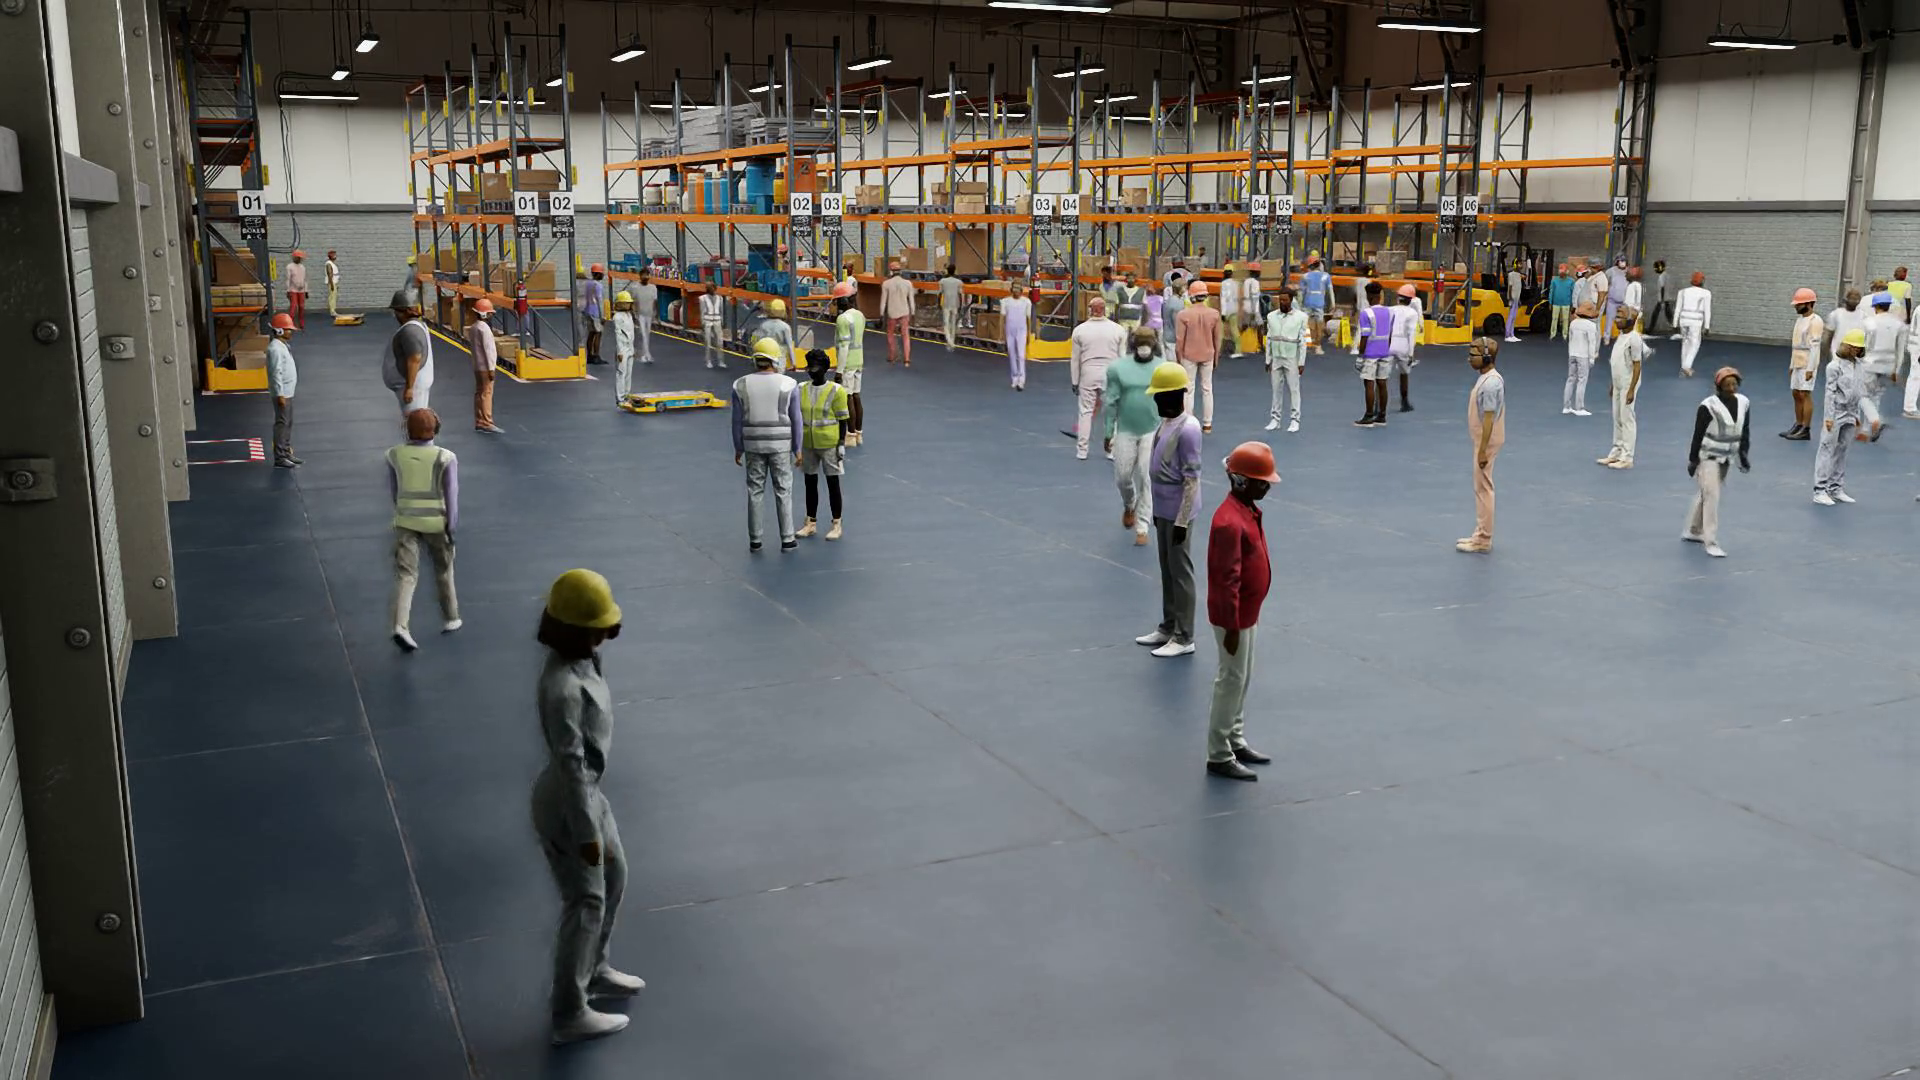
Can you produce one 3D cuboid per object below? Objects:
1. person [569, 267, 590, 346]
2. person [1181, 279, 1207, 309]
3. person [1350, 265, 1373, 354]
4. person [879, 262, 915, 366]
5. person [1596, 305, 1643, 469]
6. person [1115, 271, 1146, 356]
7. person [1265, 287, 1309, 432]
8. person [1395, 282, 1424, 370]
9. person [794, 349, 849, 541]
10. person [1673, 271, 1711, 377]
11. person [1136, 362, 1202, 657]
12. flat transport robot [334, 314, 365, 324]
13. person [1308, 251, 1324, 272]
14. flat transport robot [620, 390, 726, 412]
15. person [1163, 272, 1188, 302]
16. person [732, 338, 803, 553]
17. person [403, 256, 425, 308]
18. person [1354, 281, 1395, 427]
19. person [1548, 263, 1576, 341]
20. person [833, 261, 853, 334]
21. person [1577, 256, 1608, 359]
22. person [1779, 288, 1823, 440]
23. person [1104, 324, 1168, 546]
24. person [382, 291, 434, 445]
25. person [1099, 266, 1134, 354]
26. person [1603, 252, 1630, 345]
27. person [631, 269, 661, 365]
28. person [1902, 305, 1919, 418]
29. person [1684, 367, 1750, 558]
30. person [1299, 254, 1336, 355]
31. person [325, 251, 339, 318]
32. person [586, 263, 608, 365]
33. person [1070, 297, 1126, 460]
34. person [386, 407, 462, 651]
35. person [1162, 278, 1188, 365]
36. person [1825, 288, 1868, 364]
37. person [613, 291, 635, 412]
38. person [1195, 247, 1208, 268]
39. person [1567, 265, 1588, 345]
[{"bbox_3d":[-8.234,-5.071,36.098,0.493,1.726,0.374,-9,14,-38],"label":"person"},{"bbox_3d":[4.280,-3.943,30.501,0.543,1.668,0.405,-5,12,-26],"label":"person"},{"bbox_3d":[8.379,-4.738,34.185,0.968,1.816,0.563,-6,13,-29],"label":"person"},{"bbox_3d":[-1.208,-4.281,31.543,0.734,1.927,0.947,-4,12,-19],"label":"person"},{"bbox_3d":[7.485,-1.719,18.763,0.348,1.847,0.505,0,11,-1],"label":"person"},{"bbox_3d":[3.095,-3.979,30.281,0.562,1.834,0.372,2,11,9],"label":"person"},{"bbox_3d":[4.325,-2.394,22.049,0.585,1.910,0.395,9,14,38],"label":"person"},{"bbox_3d":[8.326,-3.942,30.683,0.861,1.589,0.537,-9,14,-37],"label":"person"},{"bbox_3d":[-1.233,-0.838,14.665,0.539,1.695,0.319,5,12,25],"label":"person"},{"bbox_3d":[12.930,-3.823,29.435,0.718,1.864,0.616,-10,15,-41],"label":"person"},{"bbox_3d":[1.375,-0.199,10.839,0.378,1.924,0.585,-2,11,-9],"label":"person"},{"bbox_3d":[-15.908,-5.762,43.328,0.652,0.197,1.431,-3,12,-15],"label":"flat transport robot"},{"bbox_3d":[9.897,-7.169,46.501,0.404,1.827,0.601,-5,12,-24],"label":"person"},{"bbox_3d":[-4.239,-2.050,24.461,1.431,0.197,0.652,-8,14,-34],"label":"flat transport robot"},{"bbox_3d":[4.319,-4.514,33.347,0.540,1.696,0.315,-2,11,-9],"label":"person"},{"bbox_3d":[-1.627,-0.799,14.128,0.600,1.827,0.404,0,11,1],"label":"person"},{"bbox_3d":[-14.488,-6.675,44.244,0.723,1.725,0.597,-9,14,-38],"label":"person"},{"bbox_3d":[5.582,-2.504,22.470,0.608,1.957,0.391,-7,13,-32],"label":"person"},{"bbox_3d":[13.572,-5.365,37.528,0.573,1.749,0.343,6,12,26],"label":"person"},{"bbox_3d":[-2.792,-5.747,39.472,0.575,1.748,0.337,-9,14,-39],"label":"person"},{"bbox_3d":[12.528,-4.620,33.012,0.535,2.000,0.674,1,11,4],"label":"person"},{"bbox_3d":[10.717,-2.233,21.187,0.392,1.925,0.548,1,11,3],"label":"person"},{"bbox_3d":[1.583,-0.931,14.554,0.649,1.924,0.588,2,11,10],"label":"person"},{"bbox_3d":[-6.093,-1.735,18.350,0.535,2.000,0.693,-2,11,-8],"label":"person"},{"bbox_3d":[3.084,-4.458,32.669,0.630,1.867,0.981,11,16,44],"label":"person"},{"bbox_3d":[14.397,-5.265,36.286,0.684,2.000,0.538,1,11,5],"label":"person"},{"bbox_3d":[-6.000,-4.268,31.797,0.538,1.820,1.006,-5,12,-25],"label":"person"},{"bbox_3d":[13.557,-2.662,23.458,0.337,1.882,0.584,6,12,27],"label":"person"},{"bbox_3d":[6.441,-0.691,14.199,0.560,1.594,0.703,-5,12,-24],"label":"person"},{"bbox_3d":[7.211,-4.752,33.696,0.795,2.042,0.568,3,11,14],"label":"person"},{"bbox_3d":[-17.273,-7.035,45.775,0.390,1.847,0.562,-2,11,-12],"label":"person"},{"bbox_3d":[-6.924,-4.311,31.745,0.404,1.928,0.545,-8,14,-35],"label":"person"},{"bbox_3d":[1.610,-1.883,19.490,0.636,1.900,0.396,0,11,2],"label":"person"},{"bbox_3d":[-3.601,-0.085,11.114,0.492,1.592,0.870,0,11,0],"label":"person"},{"bbox_3d":[3.157,-2.875,24.422,0.378,1.933,0.628,-1,11,-4],"label":"person"},{"bbox_3d":[12.714,-2.719,23.933,0.520,1.819,0.816,2,11,8],"label":"person"},{"bbox_3d":[-4.876,-2.752,24.275,0.294,1.744,0.487,2,11,11],"label":"person"},{"bbox_3d":[7.568,-8.389,52.724,0.512,1.834,0.861,-3,12,-16],"label":"person"},{"bbox_3d":[13.516,-5.125,36.306,0.324,1.752,0.560,10,15,42],"label":"person"}]
